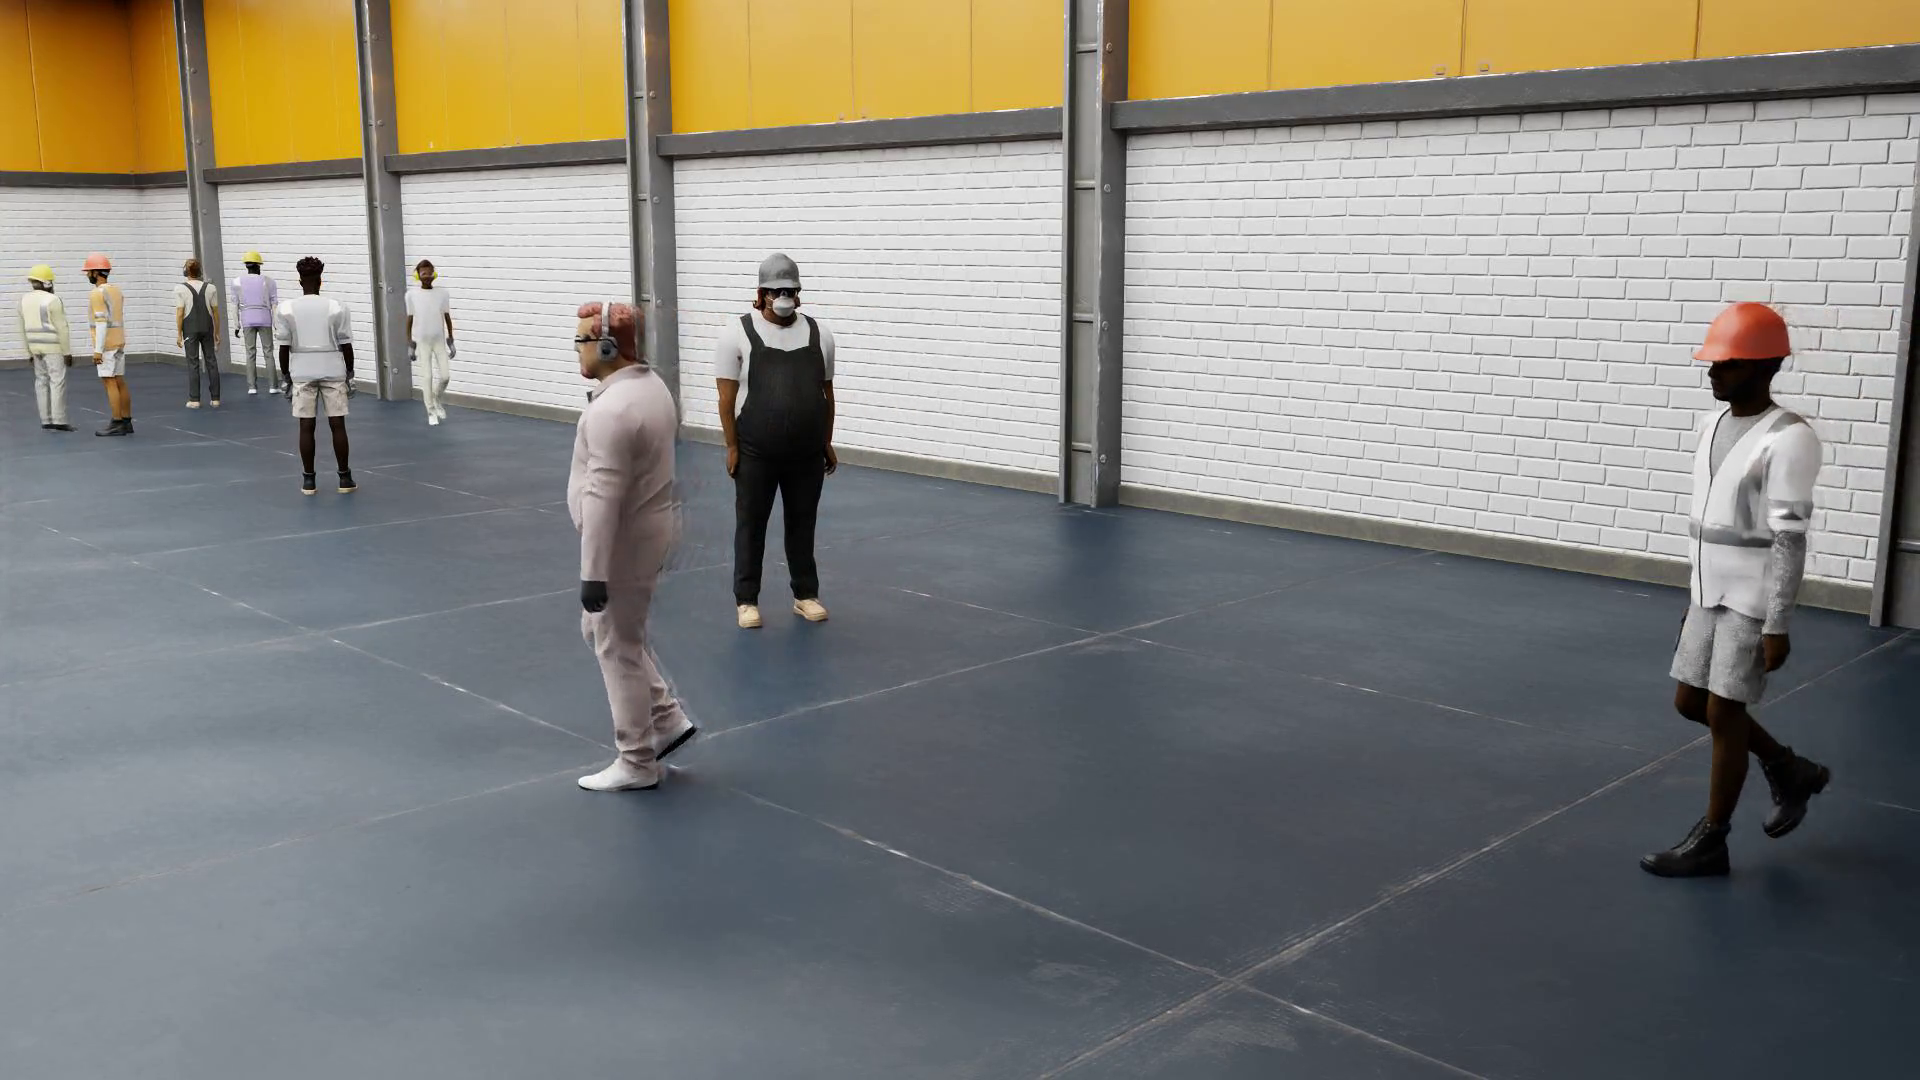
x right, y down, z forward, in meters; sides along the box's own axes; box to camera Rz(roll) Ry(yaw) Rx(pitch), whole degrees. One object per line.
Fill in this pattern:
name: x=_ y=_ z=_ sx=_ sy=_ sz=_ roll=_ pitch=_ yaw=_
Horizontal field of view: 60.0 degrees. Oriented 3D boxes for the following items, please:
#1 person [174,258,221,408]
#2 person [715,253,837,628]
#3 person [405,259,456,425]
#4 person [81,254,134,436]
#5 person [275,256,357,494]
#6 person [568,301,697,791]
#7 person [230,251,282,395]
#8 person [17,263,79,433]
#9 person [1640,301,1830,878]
person: x=-9.432 y=-2.552 z=20.595 sx=0.514 sy=1.845 sz=0.336 roll=-9 pitch=14 yaw=-41
person: x=-0.966 y=-0.543 z=9.103 sx=0.680 sy=2.000 sz=0.536 roll=-5 pitch=11 yaw=-24
person: x=-5.960 y=-2.222 z=18.746 sx=0.552 sy=1.860 sz=0.432 roll=-6 pitch=12 yaw=-28
person: x=-9.104 y=-2.071 z=17.717 sx=0.368 sy=1.935 sz=0.552 roll=-1 pitch=10 yaw=-4
person: x=-5.301 y=-1.352 z=13.738 sx=0.602 sy=1.959 sz=0.371 roll=-3 pitch=11 yaw=-16
person: x=-1.312 y=0.036 z=6.356 sx=0.434 sy=1.887 sz=0.667 roll=1 pitch=10 yaw=4
person: x=-9.443 y=-2.908 z=22.326 sx=0.588 sy=1.923 sz=0.383 roll=-3 pitch=11 yaw=-15
person: x=-9.876 y=-2.077 z=18.047 sx=0.591 sy=1.835 sz=0.403 roll=4 pitch=11 yaw=21
person: x=2.640 y=0.178 z=5.499 sx=0.631 sy=1.924 sz=0.549 roll=-2 pitch=11 yaw=-9
